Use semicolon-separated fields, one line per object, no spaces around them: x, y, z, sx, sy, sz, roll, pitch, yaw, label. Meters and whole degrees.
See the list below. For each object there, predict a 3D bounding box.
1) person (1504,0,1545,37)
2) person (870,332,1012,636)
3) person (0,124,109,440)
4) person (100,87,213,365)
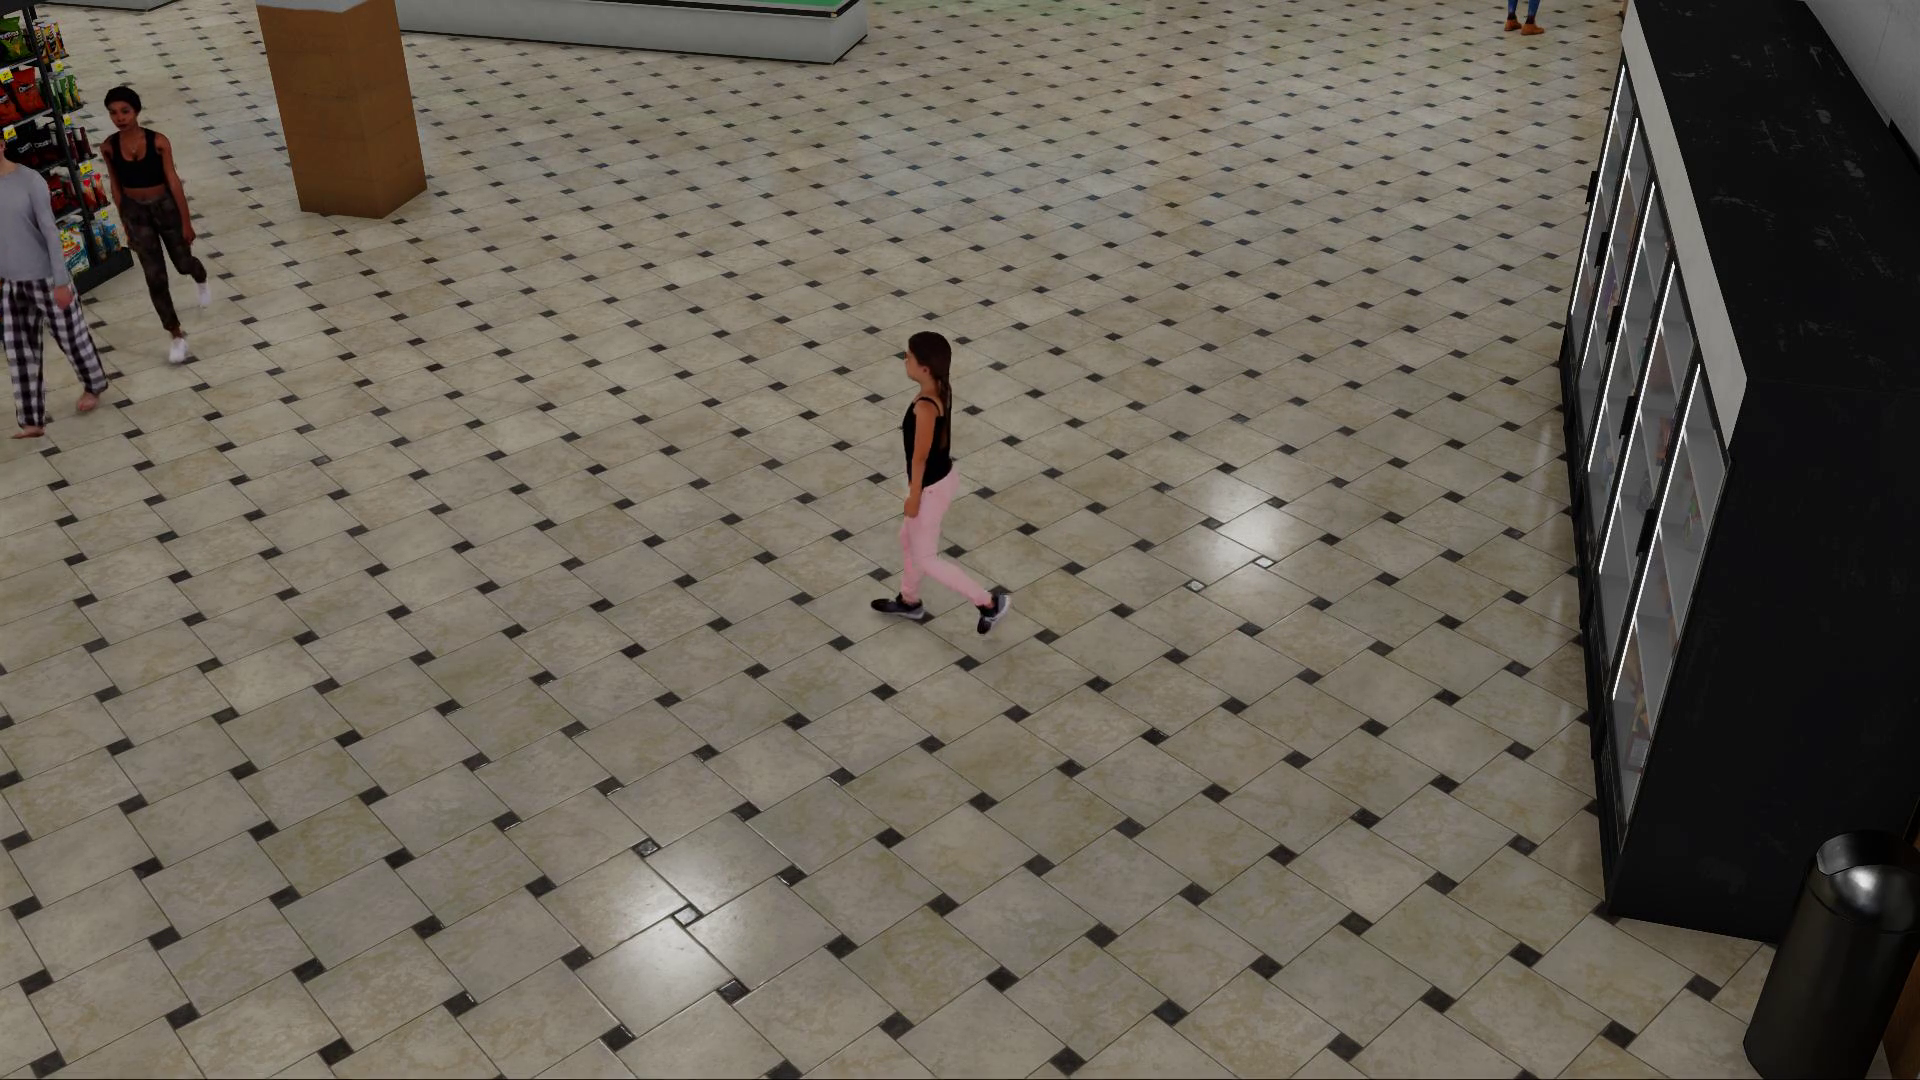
5.810;-6.002;16.786;0.749;1.711;0.668;-21;38;-30;person
-0.077;-0.221;7.655;0.925;1.541;0.503;8;33;13;person
-5.251;-1.539;9.515;1.099;1.814;0.909;0;32;0;person
-5.009;-2.016;10.414;1.109;1.675;0.983;-7;33;-11;person
